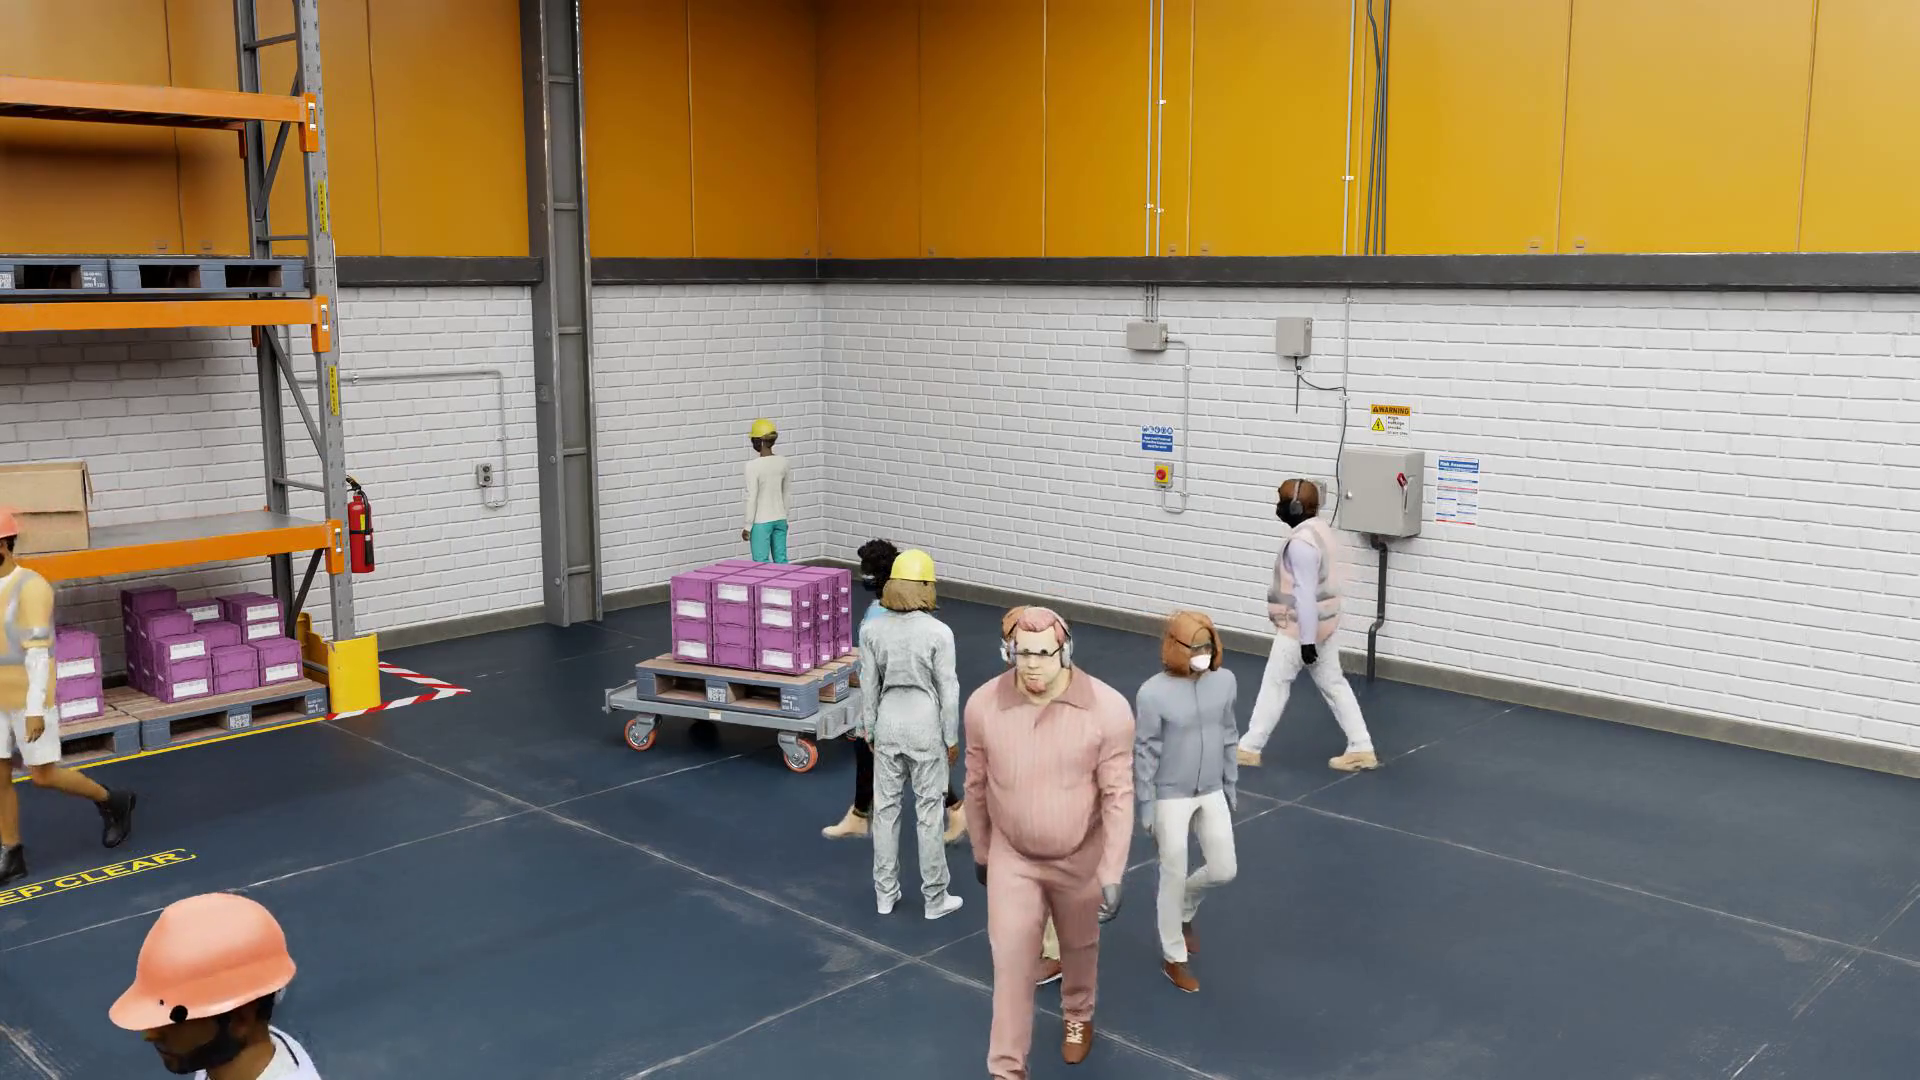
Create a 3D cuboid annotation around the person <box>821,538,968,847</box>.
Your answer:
[{"bbox_3d":[-0.299,0.801,8.664,0.771,1.669,0.522,-2,9,-9],"label":"person"}]

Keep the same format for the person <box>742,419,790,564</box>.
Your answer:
[{"bbox_3d":[-1.664,-0.154,14.216,0.317,1.766,0.533,7,12,38],"label":"person"}]

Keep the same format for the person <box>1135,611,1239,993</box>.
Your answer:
[{"bbox_3d":[0.961,1.088,7.031,0.513,1.620,0.381,-4,10,-25],"label":"person"}]

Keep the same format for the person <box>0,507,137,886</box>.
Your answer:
[{"bbox_3d":[-4.597,0.743,8.275,0.550,1.912,0.749,5,10,27],"label":"person"}]

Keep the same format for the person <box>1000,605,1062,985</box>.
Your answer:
[{"bbox_3d":[0.342,1.077,7.099,0.370,1.625,0.580,3,10,21],"label":"person"}]

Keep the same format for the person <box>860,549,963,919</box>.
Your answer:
[{"bbox_3d":[-0.222,0.907,7.803,0.484,1.735,0.311,4,10,21],"label":"person"}]

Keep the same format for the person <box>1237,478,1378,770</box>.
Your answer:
[{"bbox_3d":[2.098,0.516,10.051,0.969,1.794,0.645,4,10,24],"label":"person"}]

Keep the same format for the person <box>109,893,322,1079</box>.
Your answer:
[{"bbox_3d":[-1.339,1.575,3.135,0.402,1.918,0.565,-7,11,-35],"label":"person"}]

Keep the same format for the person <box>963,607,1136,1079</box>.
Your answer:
[{"bbox_3d":[0.319,1.135,6.068,0.636,1.851,1.006,2,9,9],"label":"person"}]
